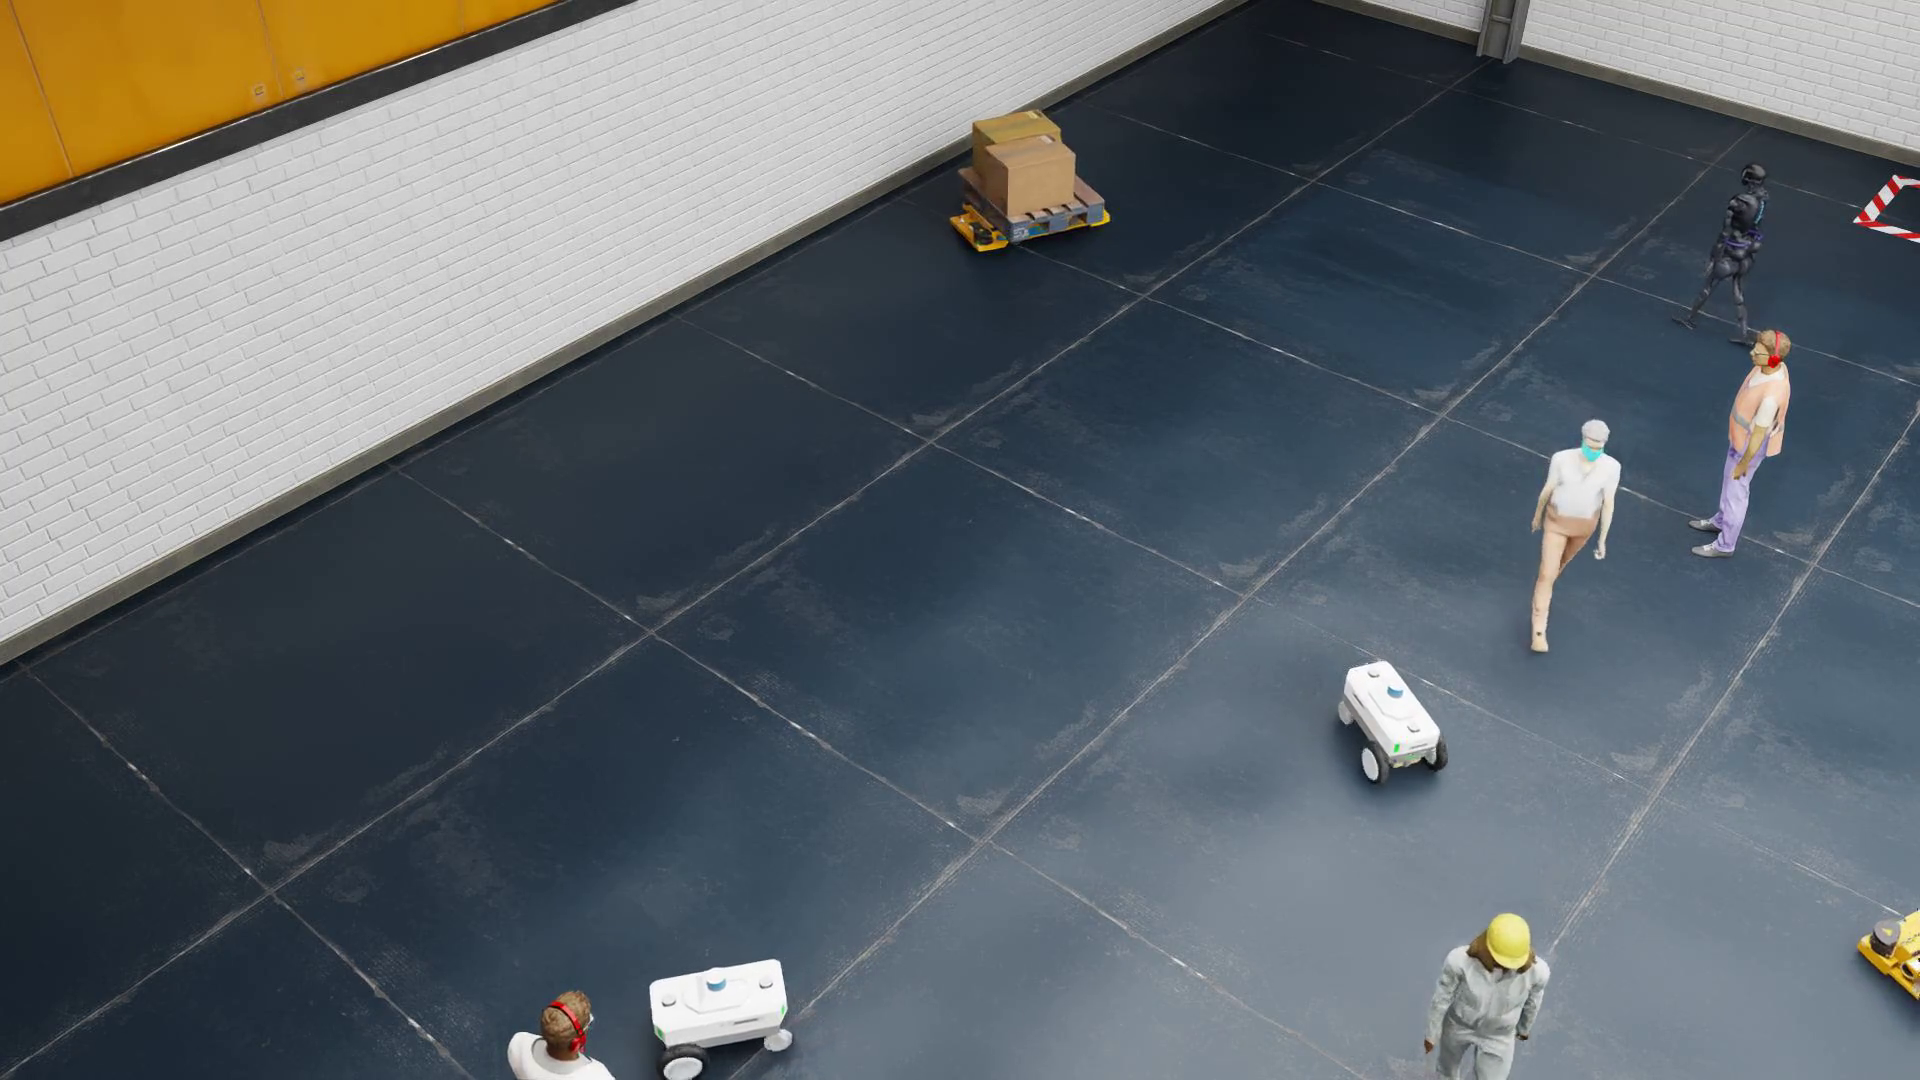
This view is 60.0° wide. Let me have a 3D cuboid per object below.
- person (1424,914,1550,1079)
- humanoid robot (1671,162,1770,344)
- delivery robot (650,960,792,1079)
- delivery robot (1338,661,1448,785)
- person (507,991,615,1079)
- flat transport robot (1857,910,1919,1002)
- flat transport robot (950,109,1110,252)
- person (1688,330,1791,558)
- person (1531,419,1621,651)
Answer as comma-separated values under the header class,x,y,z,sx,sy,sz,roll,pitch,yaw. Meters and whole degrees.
class,x,y,z,sx,sy,sz,roll,pitch,yaw
person,2.518,2.455,8.082,0.509,1.704,0.856,9,40,11
humanoid robot,6.659,-2.452,14.241,0.586,1.633,0.760,-23,44,-26
delivery robot,-1.287,2.519,8.926,0.777,0.587,0.499,-8,40,-10
delivery robot,2.751,1.142,10.630,0.499,0.581,0.768,-11,40,-13
person,-1.750,2.739,7.643,0.570,1.832,0.396,17,42,20
flat transport robot,5.728,2.587,9.075,0.659,0.231,1.431,-17,42,-20
flat transport robot,0.682,-3.165,16.215,1.431,0.231,0.659,-17,42,-20
person,5.641,-0.684,11.891,0.390,1.836,0.559,11,40,13
person,4.144,-0.105,11.282,0.462,1.705,0.887,8,40,10
